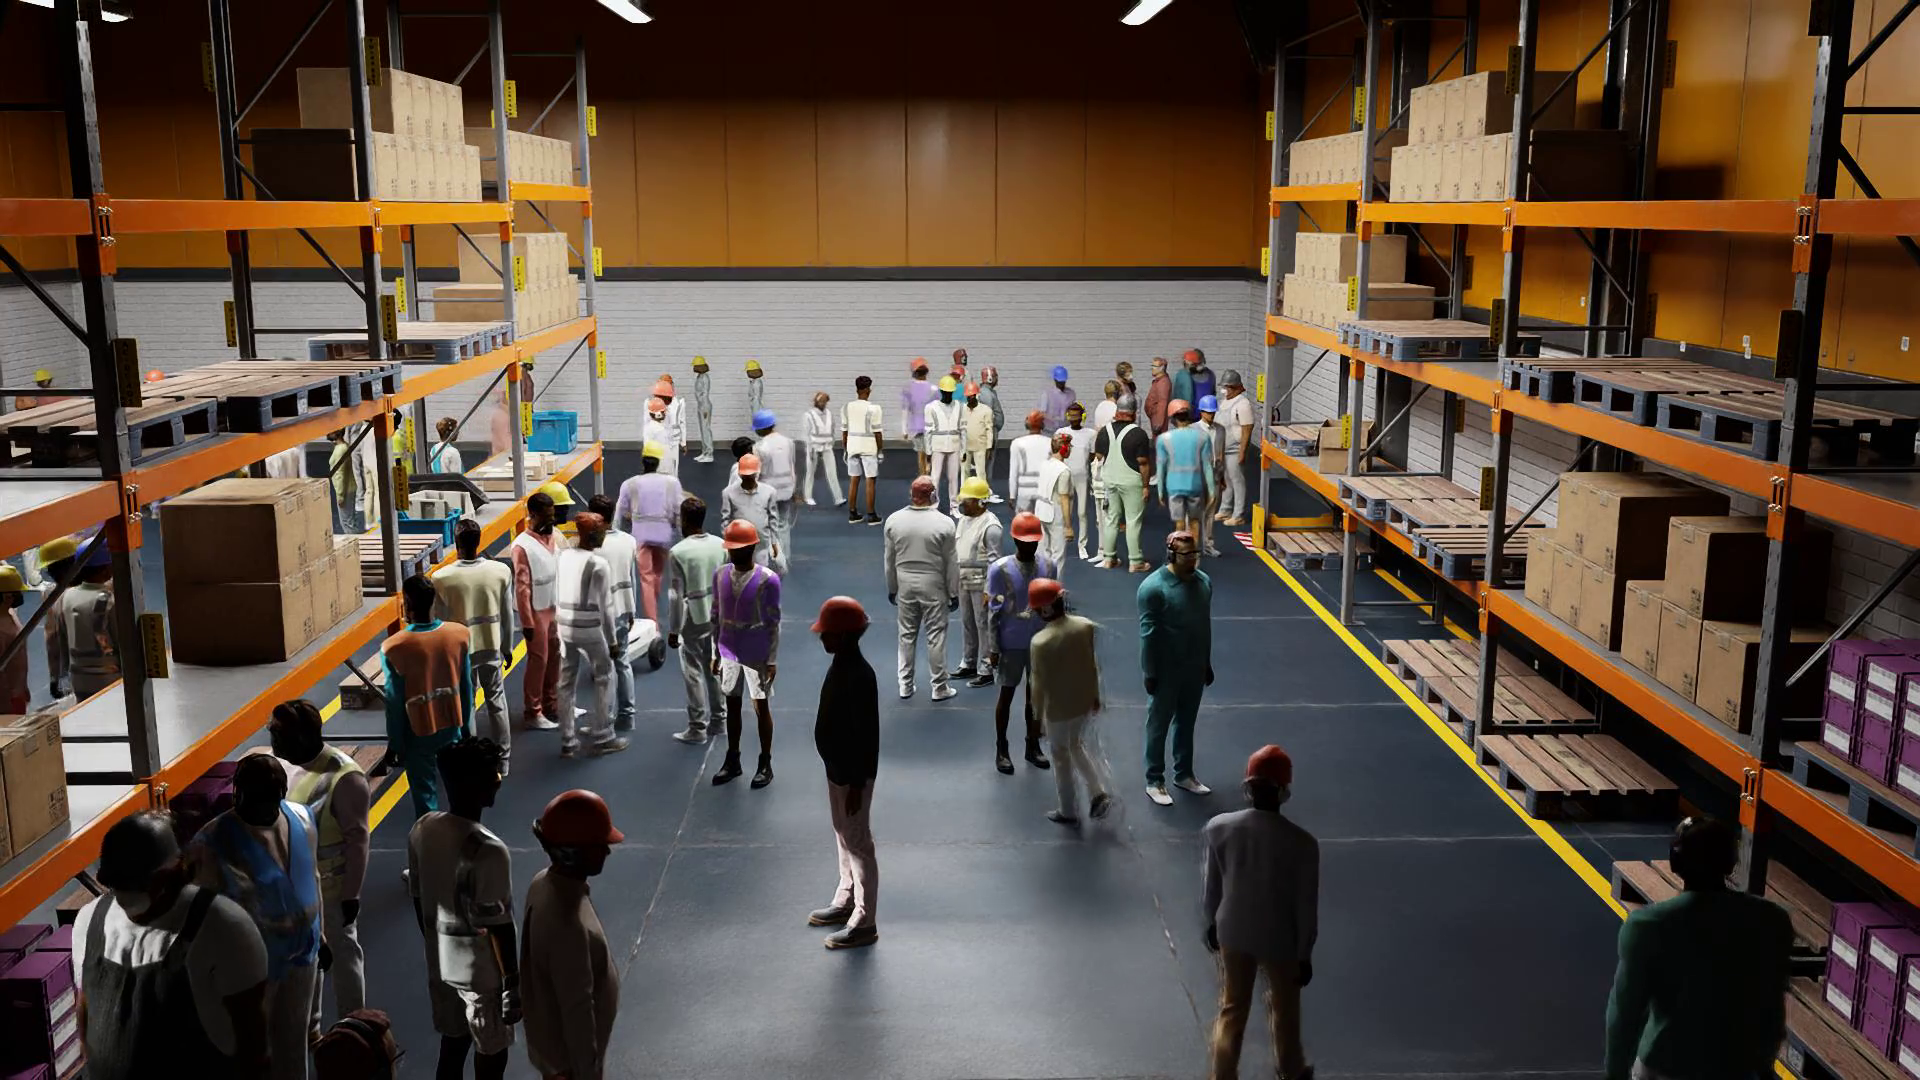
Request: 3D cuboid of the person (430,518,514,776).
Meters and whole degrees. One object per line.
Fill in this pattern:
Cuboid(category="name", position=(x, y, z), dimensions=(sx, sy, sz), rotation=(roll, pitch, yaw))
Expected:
Cuboid(category="person", position=(-3.484, 0.797, 11.945), dimensions=(0.591, 1.919, 0.392), rotation=(-8, 14, -35))

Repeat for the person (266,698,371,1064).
Cuboid(category="person", position=(-3.096, 1.641, 7.921), dimensions=(0.619, 1.838, 0.430), rotation=(5, 12, 25))

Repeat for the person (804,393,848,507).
Cuboid(category="person", position=(-1.895, -1.229, 22.924), dimensions=(0.534, 1.587, 0.885), rotation=(-8, 14, -36))

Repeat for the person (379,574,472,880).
Cuboid(category="person", position=(-3.225, 1.157, 10.136), dimensions=(0.398, 1.920, 0.588), rotation=(10, 15, 41))

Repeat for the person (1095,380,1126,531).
Cuboid(category="person", position=(1.942, -1.080, 21.306), dimensions=(0.368, 1.940, 0.632), rotation=(-5, 12, -22))

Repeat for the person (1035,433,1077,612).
Cuboid(category="person", position=(0.973, -0.184, 17.078), dimensions=(0.383, 1.836, 0.568), rotation=(-3, 12, -17))

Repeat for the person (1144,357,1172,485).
Cuboid(category="person", position=(2.958, -1.777, 24.882), dimensions=(0.409, 1.907, 0.651), rotation=(1, 11, 7))

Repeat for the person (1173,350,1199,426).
Cuboid(category="person", position=(3.384, -1.932, 25.537), dimensions=(0.576, 1.969, 0.640), rotation=(0, 11, -1))

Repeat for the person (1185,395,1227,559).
Cuboid(category="person", position=(2.889, -0.743, 19.591), dimensions=(0.617, 1.946, 0.397), rotation=(-6, 13, -28))

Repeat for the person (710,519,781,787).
Cuboid(category="person", position=(-1.539, 0.804, 11.861), dimensions=(0.544, 1.939, 0.354), rotation=(4, 12, 18))

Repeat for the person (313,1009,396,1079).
Cuboid(category="person", position=(-1.650, 2.241, 4.734), dimensions=(0.639, 1.908, 0.409), rotation=(3, 12, 15))

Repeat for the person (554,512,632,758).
Cuboid(category="person", position=(-2.805, 0.713, 12.510), dimensions=(0.577, 1.864, 0.532), rotation=(8, 14, 34))

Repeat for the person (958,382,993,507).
Cuboid(category="person", position=(0.169, -1.307, 22.910), dimensions=(0.571, 1.749, 0.343), rotation=(4, 12, 20))

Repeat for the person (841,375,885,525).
Cuboid(category="person", position=(-1.266, -1.173, 21.737), dimensions=(0.606, 1.958, 0.373), rotation=(6, 13, 28))

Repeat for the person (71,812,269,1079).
Cuboid(category="person", position=(-2.865, 1.915, 6.028), dimensions=(0.698, 2.000, 0.586), rotation=(2, 11, 10))

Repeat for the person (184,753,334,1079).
Cuboid(category="person", position=(-2.955, 1.799, 7.129), dimensions=(0.430, 1.839, 0.619), rotation=(6, 13, 27))

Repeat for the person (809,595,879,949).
Cuboid(category="person", position=(-0.638, 1.281, 9.322), dimensions=(0.375, 1.996, 0.608), rotation=(-4, 12, -18))

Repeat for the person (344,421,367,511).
Cuboid(category="person", position=(-8.324, -1.272, 22.788), dimensions=(0.354, 1.735, 0.485), rotation=(1, 11, 6))

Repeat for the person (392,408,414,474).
Cuboid(category="person", position=(-6.921, -0.802, 20.550), dimensions=(0.323, 1.690, 0.534), rotation=(-5, 12, -23))

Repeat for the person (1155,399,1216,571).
Cuboid(category="person", position=(2.510, -0.575, 18.631), dimensions=(0.674, 1.997, 0.642), rotation=(0, 11, 2))

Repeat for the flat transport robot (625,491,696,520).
Cuboid(category="flat transport robot", position=(-4.041, -0.481, 22.496), dimensions=(0.652, 0.197, 1.431), rotation=(1, 11, 3))

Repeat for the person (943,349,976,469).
Cuboid(category="person", position=(0.026, -2.073, 26.354), dimensions=(0.411, 1.913, 0.643), rotation=(-9, 14, -39))

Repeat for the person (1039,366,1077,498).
Cuboid(category="person", position=(1.368, -1.582, 23.954), dimensions=(0.654, 1.899, 0.975), rotation=(-5, 12, -22))

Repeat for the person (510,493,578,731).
Cuboid(category="person", position=(-3.329, 0.561, 13.165), dimensions=(0.392, 1.906, 0.598), rotation=(3, 12, 15))

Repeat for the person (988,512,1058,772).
Cuboid(category="person", position=(0.480, 0.743, 12.169), dimensions=(0.551, 1.935, 0.375), rotation=(-5, 12, -22))

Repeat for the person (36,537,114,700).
Cuboid(category="person", position=(-6.045, 0.915, 11.451), dimensions=(0.636, 1.877, 0.813), rotation=(2, 11, 9))

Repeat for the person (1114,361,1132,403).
Cuboid(category="person", position=(2.303, -1.619, 24.010), dimensions=(0.357, 1.936, 0.634), rotation=(4, 12, 17))

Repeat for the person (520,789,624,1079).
Cuboid(category="person", position=(-1.436, 1.895, 6.251), dimensions=(0.394, 1.990, 0.618), rotation=(-5, 12, -22))

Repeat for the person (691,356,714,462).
Cuboid(category="person", position=(-4.213, -2.143, 27.148), dimensions=(0.326, 1.736, 0.487), rotation=(-5, 12, -22))

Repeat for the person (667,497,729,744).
Cuboid(category="person", position=(-1.999, 0.624, 12.847), dimensions=(0.392, 1.910, 0.606), rotation=(8, 14, 34))

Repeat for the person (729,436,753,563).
Cuboid(category="person", position=(-2.341, -0.271, 17.857), dimensions=(0.317, 1.695, 0.540), rotation=(-1, 11, -4))

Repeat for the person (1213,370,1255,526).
Cuboid(category="person", position=(3.507, -1.212, 21.707), dimensions=(0.535, 2.000, 0.687), rotation=(-4, 12, -18))
